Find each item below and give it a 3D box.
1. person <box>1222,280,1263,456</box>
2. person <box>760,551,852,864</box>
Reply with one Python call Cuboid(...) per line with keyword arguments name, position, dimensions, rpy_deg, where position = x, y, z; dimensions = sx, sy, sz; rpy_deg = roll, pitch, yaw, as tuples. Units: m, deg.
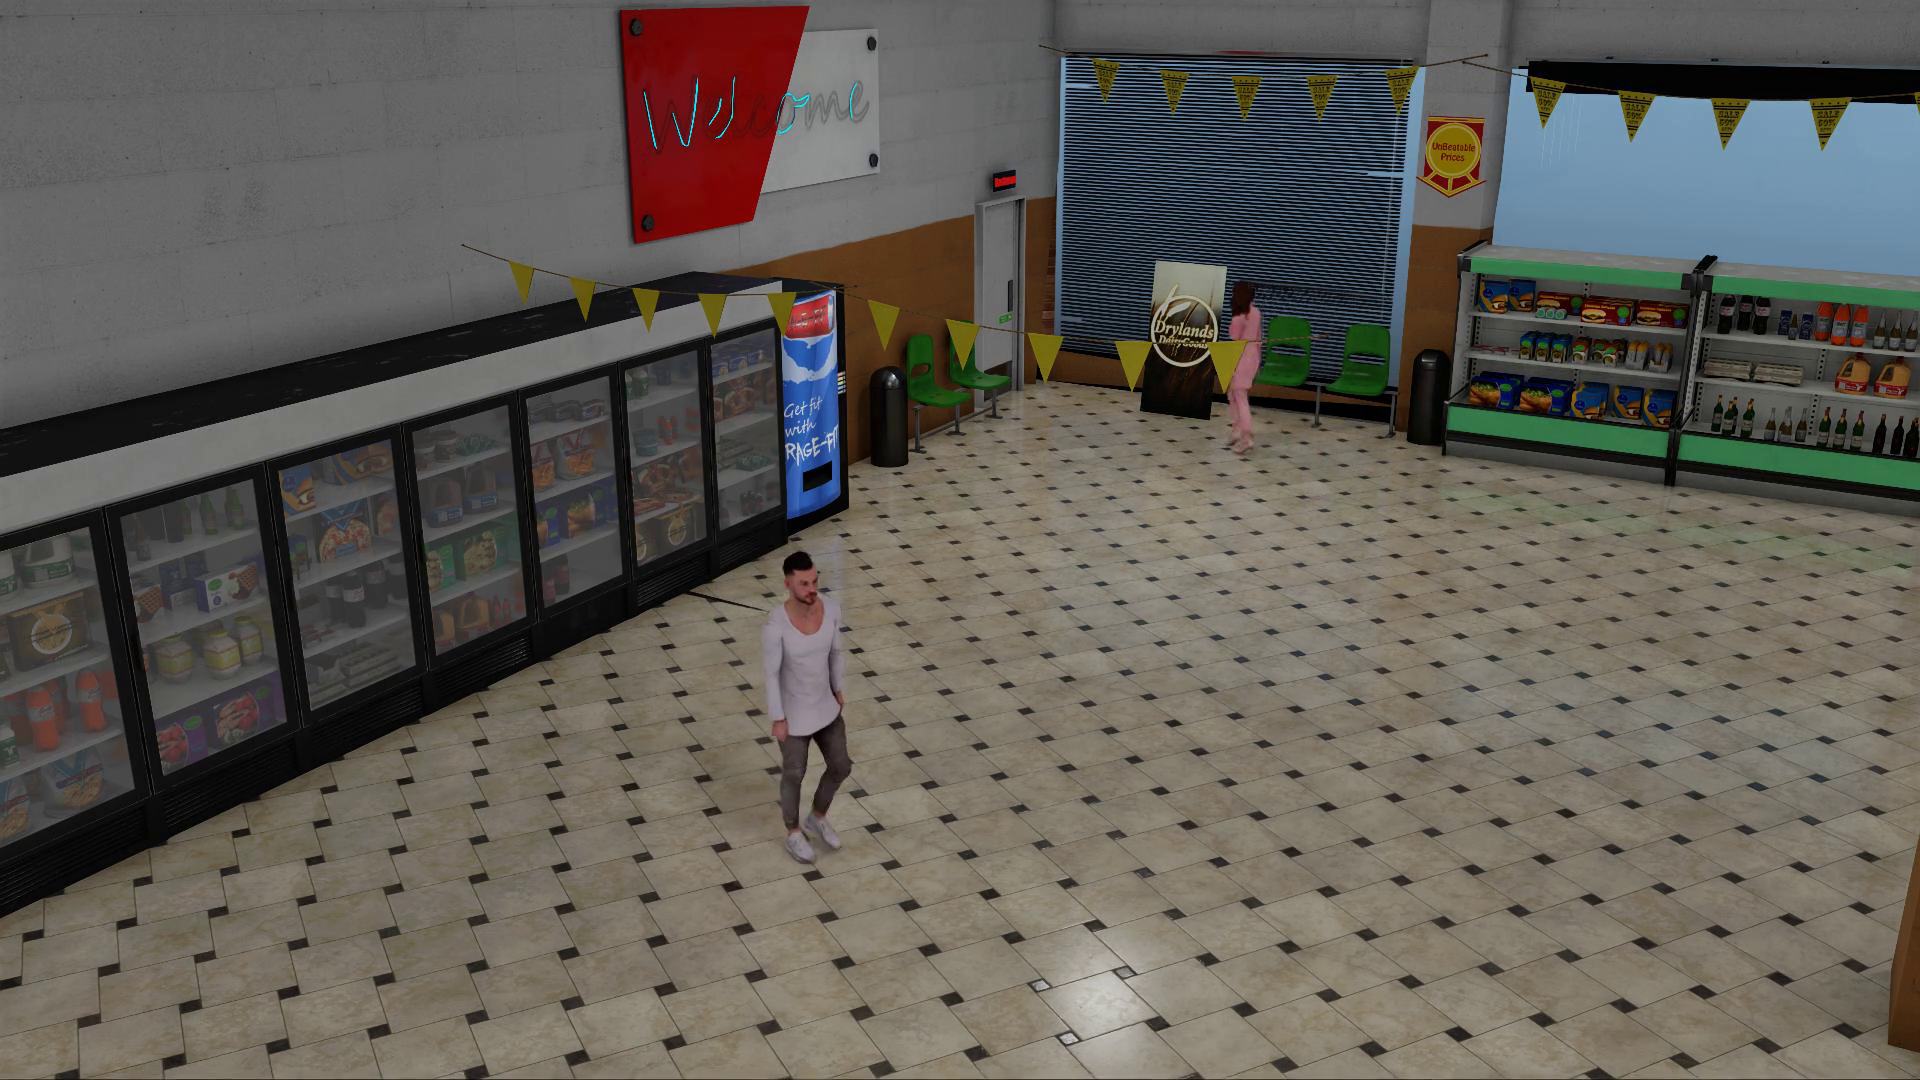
Cuboid(name="person", position=(2.951, -1.728, 16.902), dimensions=(0.700, 1.788, 0.685), rpy_deg=(15, 24, 37))
Cuboid(name="person", position=(-0.896, 0.885, 9.099), dimensions=(0.788, 1.823, 0.765), rpy_deg=(-14, 23, -36))
